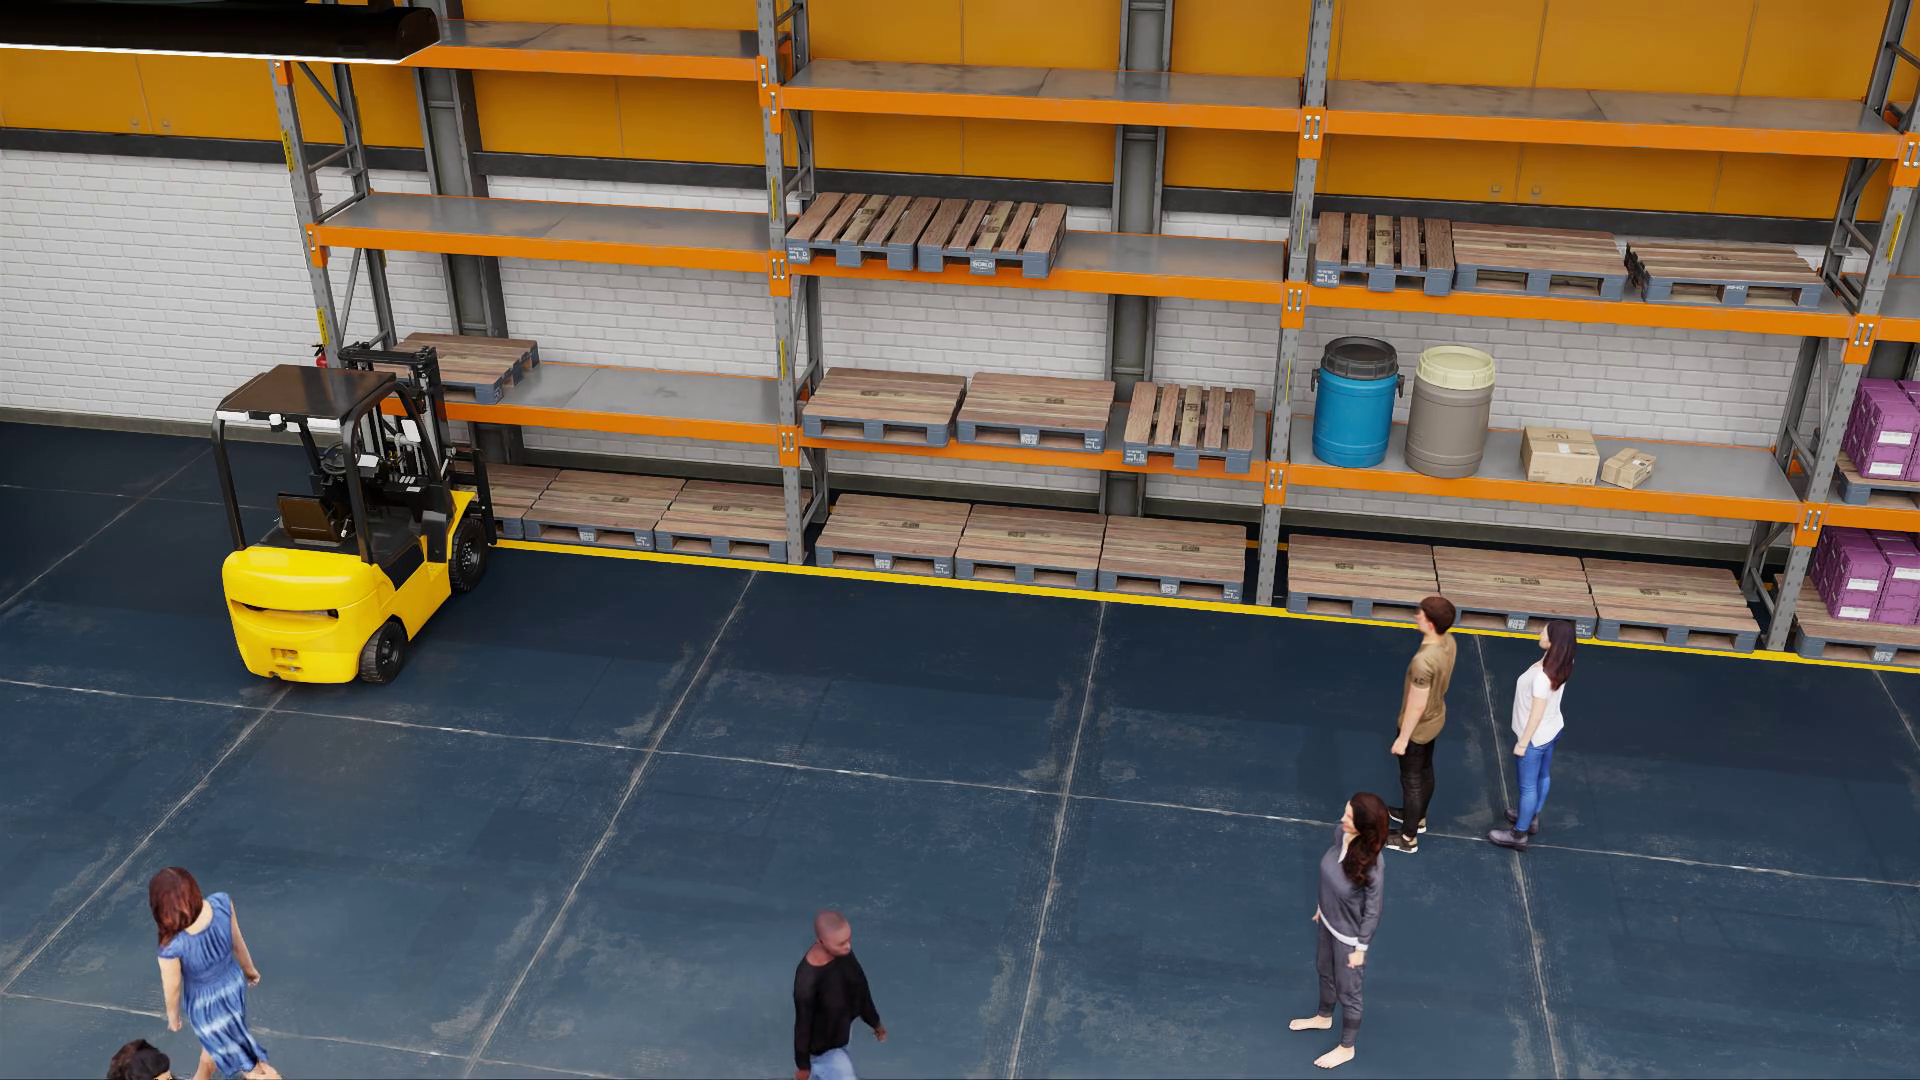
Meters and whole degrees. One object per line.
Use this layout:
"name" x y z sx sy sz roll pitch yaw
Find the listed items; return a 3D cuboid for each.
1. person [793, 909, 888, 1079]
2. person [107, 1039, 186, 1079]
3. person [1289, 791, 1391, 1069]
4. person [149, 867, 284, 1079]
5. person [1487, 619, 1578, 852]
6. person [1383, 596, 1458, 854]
"person" -0.751 2.501 8.378 0.770 1.726 0.660 7 29 13
"person" -3.627 2.943 7.677 0.598 1.621 0.645 10 30 17
"person" 2.105 2.098 9.073 0.687 1.767 0.689 -9 30 -16
"person" -3.690 2.443 8.473 1.196 1.737 0.679 8 30 14
"person" 3.728 1.255 10.704 0.680 1.685 0.677 21 35 33
"person" 2.963 1.171 10.685 0.709 1.851 0.740 17 33 28
